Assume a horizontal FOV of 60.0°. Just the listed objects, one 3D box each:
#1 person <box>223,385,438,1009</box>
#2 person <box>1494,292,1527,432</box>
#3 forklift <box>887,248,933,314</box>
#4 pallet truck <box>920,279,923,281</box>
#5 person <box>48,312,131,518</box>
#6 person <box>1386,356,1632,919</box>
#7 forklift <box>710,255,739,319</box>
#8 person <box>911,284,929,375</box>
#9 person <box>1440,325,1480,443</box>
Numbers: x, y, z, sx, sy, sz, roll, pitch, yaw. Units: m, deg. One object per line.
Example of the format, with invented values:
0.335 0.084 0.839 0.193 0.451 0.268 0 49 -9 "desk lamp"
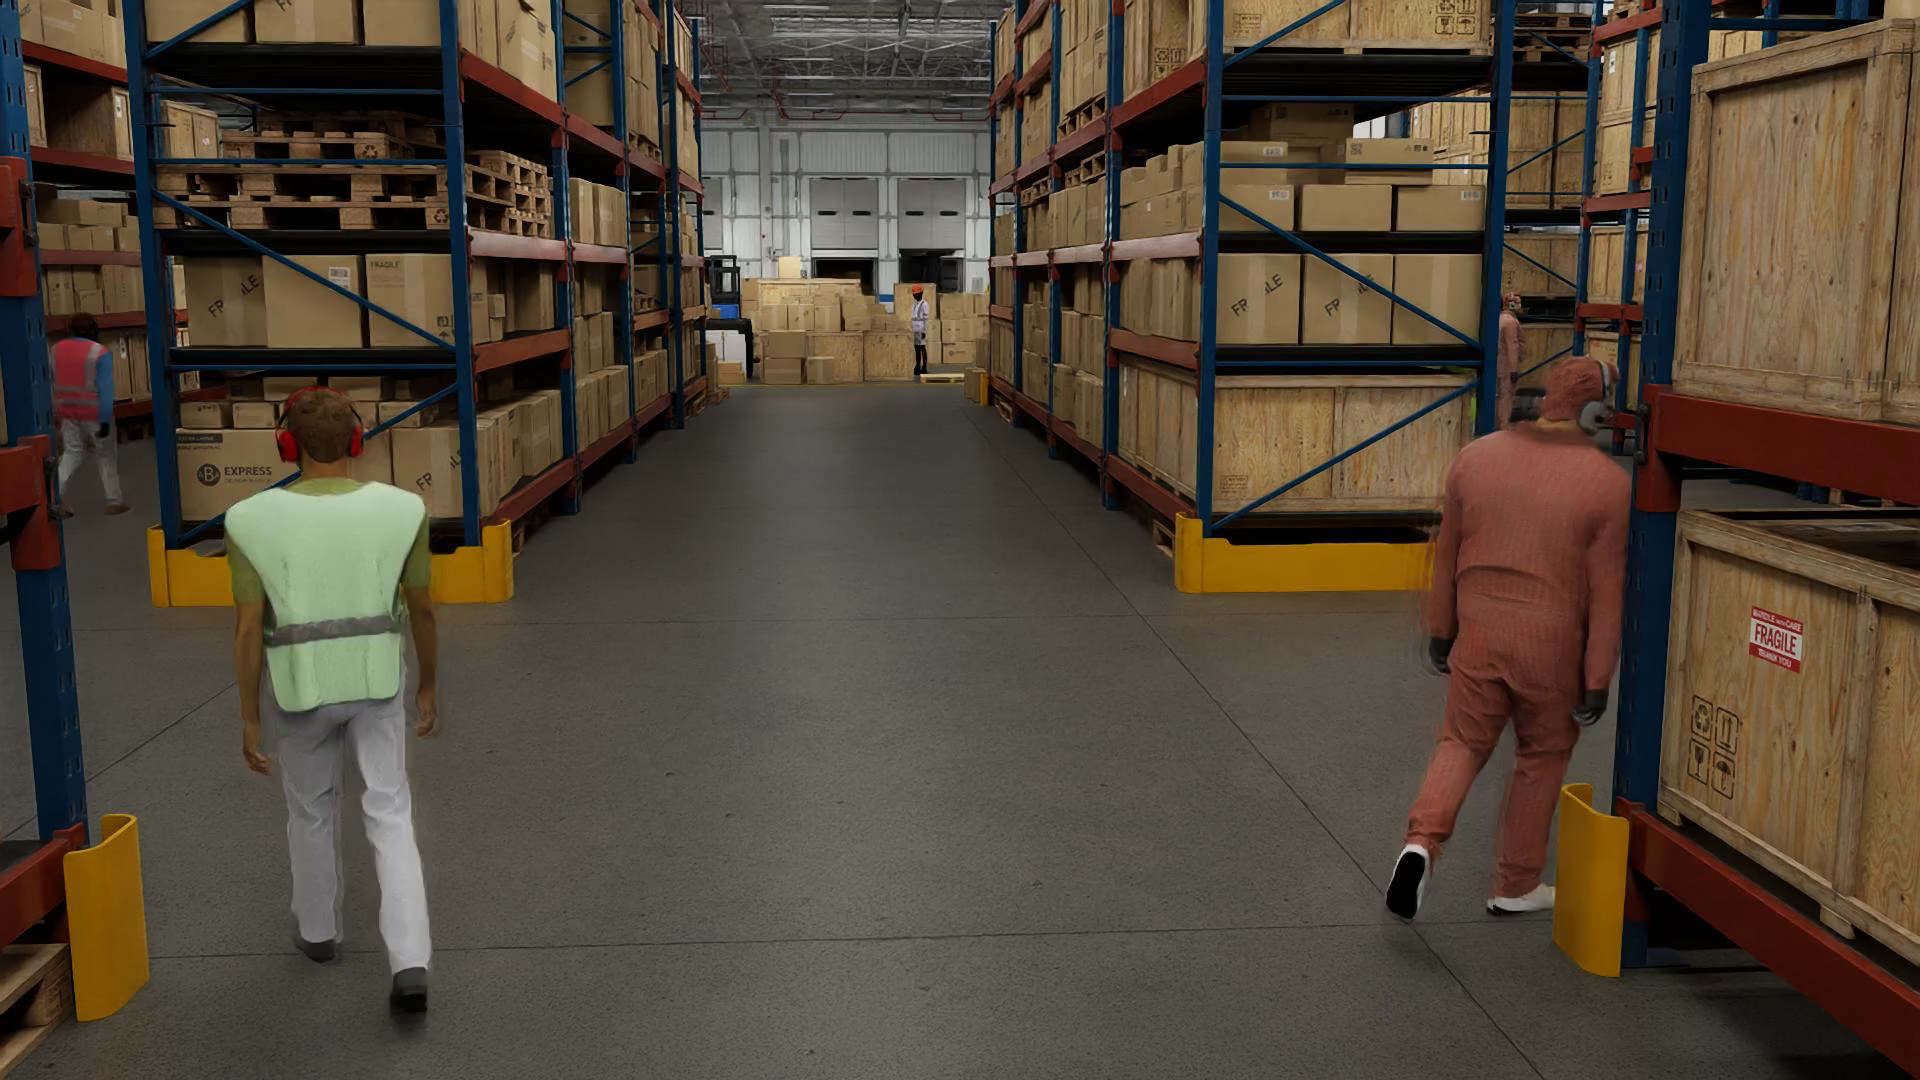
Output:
-1.807 0.453 4.860 0.588 1.806 0.914 -5 10 -27 "person"
6.947 -2.177 21.045 0.410 1.909 0.643 0 9 1 "person"
-1.178 -6.445 44.800 1.129 2.768 1.873 -7 11 -37 "forklift"
-0.932 -8.922 63.114 1.885 1.965 0.823 2 9 13 "pallet truck"
-7.669 -1.077 14.488 0.629 1.815 0.764 1 9 7 "person"
1.756 0.354 5.294 0.733 1.867 0.699 -9 12 -43 "person"
-8.368 -8.713 59.038 1.129 2.768 1.873 -1 9 -4 "forklift"
-0.883 -4.456 35.283 0.366 1.931 0.542 -6 11 -31 "person"
4.534 -1.096 14.934 0.319 1.690 0.530 -6 11 -35 "person"
